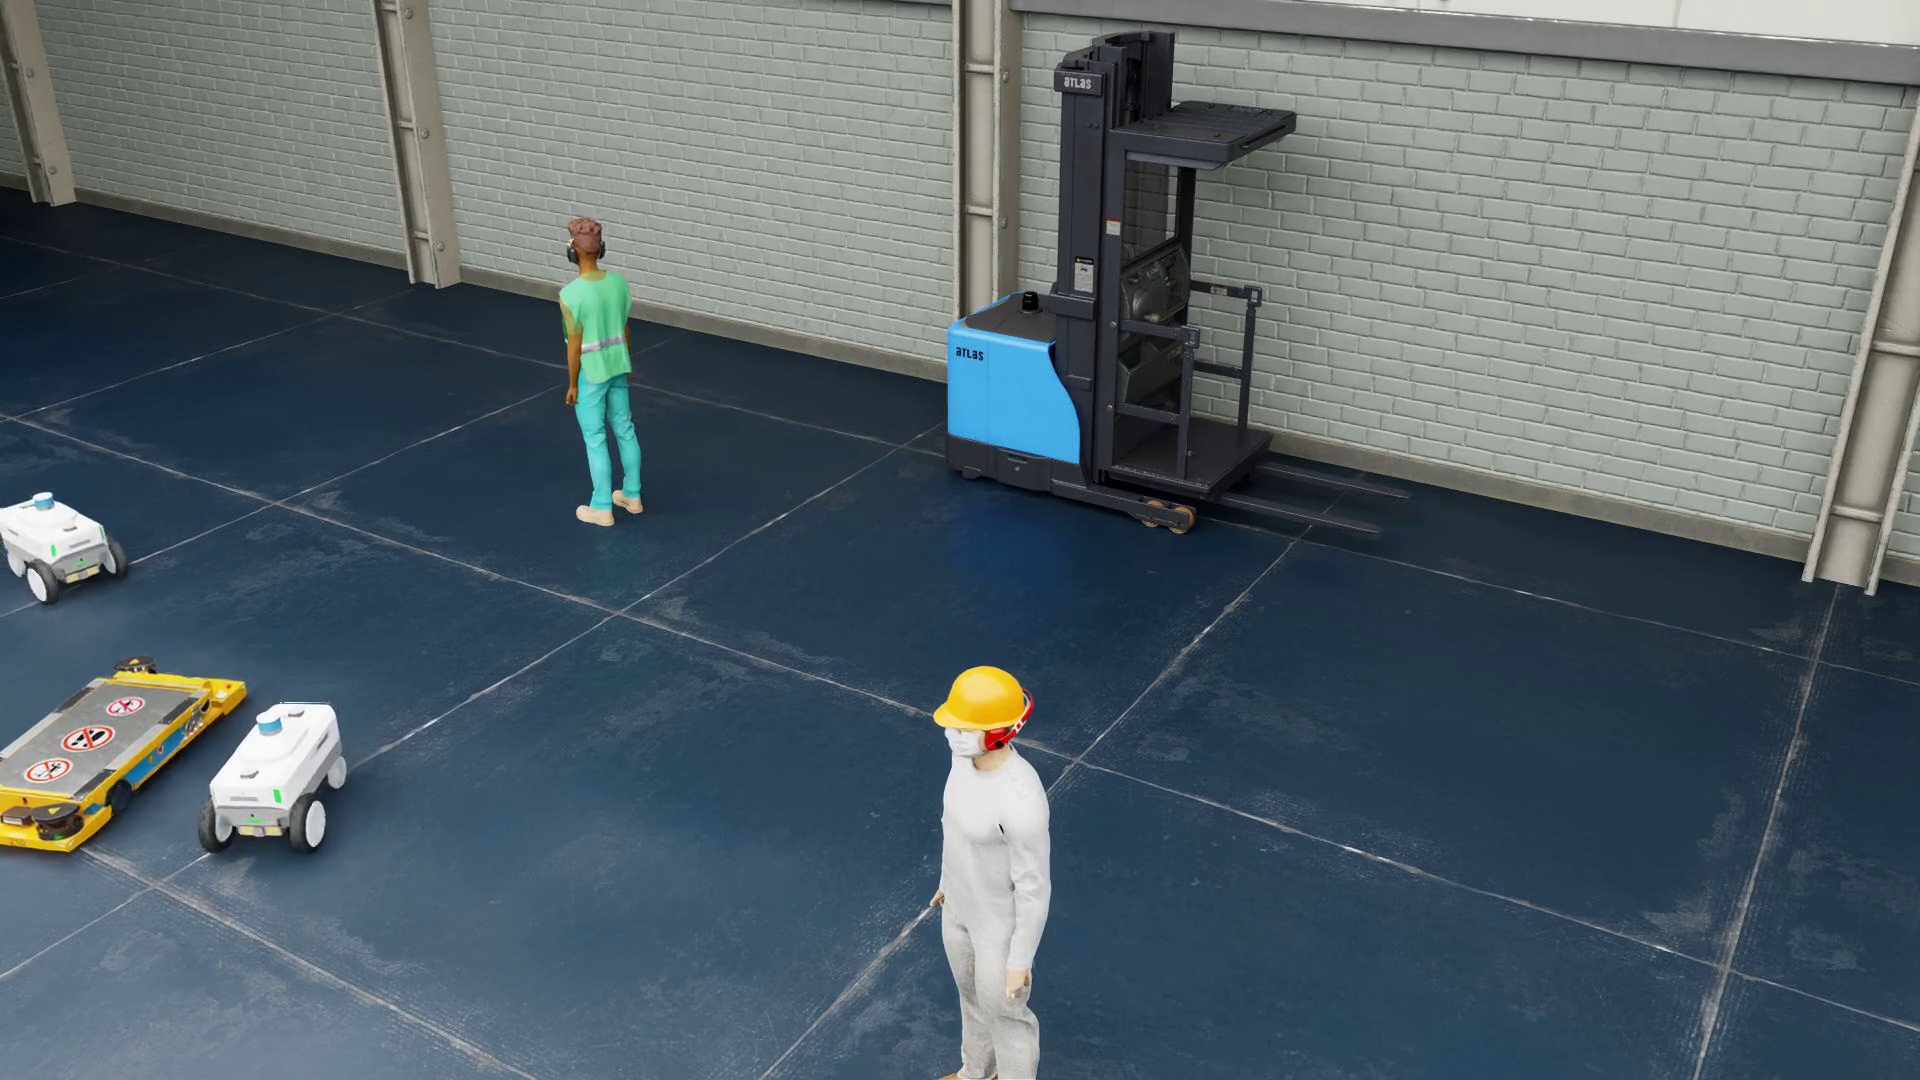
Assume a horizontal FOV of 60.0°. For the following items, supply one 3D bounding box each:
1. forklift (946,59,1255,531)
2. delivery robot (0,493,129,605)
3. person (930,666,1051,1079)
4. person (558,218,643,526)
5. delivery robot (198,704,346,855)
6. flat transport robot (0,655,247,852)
[{"bbox_3d":[0.933,-1.707,10.833,1.873,2.768,1.129,15,29,28],"label":"forklift"},{"bbox_3d":[-5.383,0.014,9.898,0.802,0.598,0.499,18,31,34],"label":"delivery robot"},{"bbox_3d":[0.089,1.269,5.673,0.355,1.895,0.580,-13,28,-25],"label":"person"},{"bbox_3d":[-2.263,-1.045,10.473,0.401,1.978,0.486,20,32,36],"label":"person"},{"bbox_3d":[-3.137,1.085,7.650,0.499,0.612,0.816,1,25,2],"label":"delivery robot"},{"bbox_3d":[-4.184,1.015,8.111,0.659,0.231,1.431,4,26,9],"label":"flat transport robot"}]
